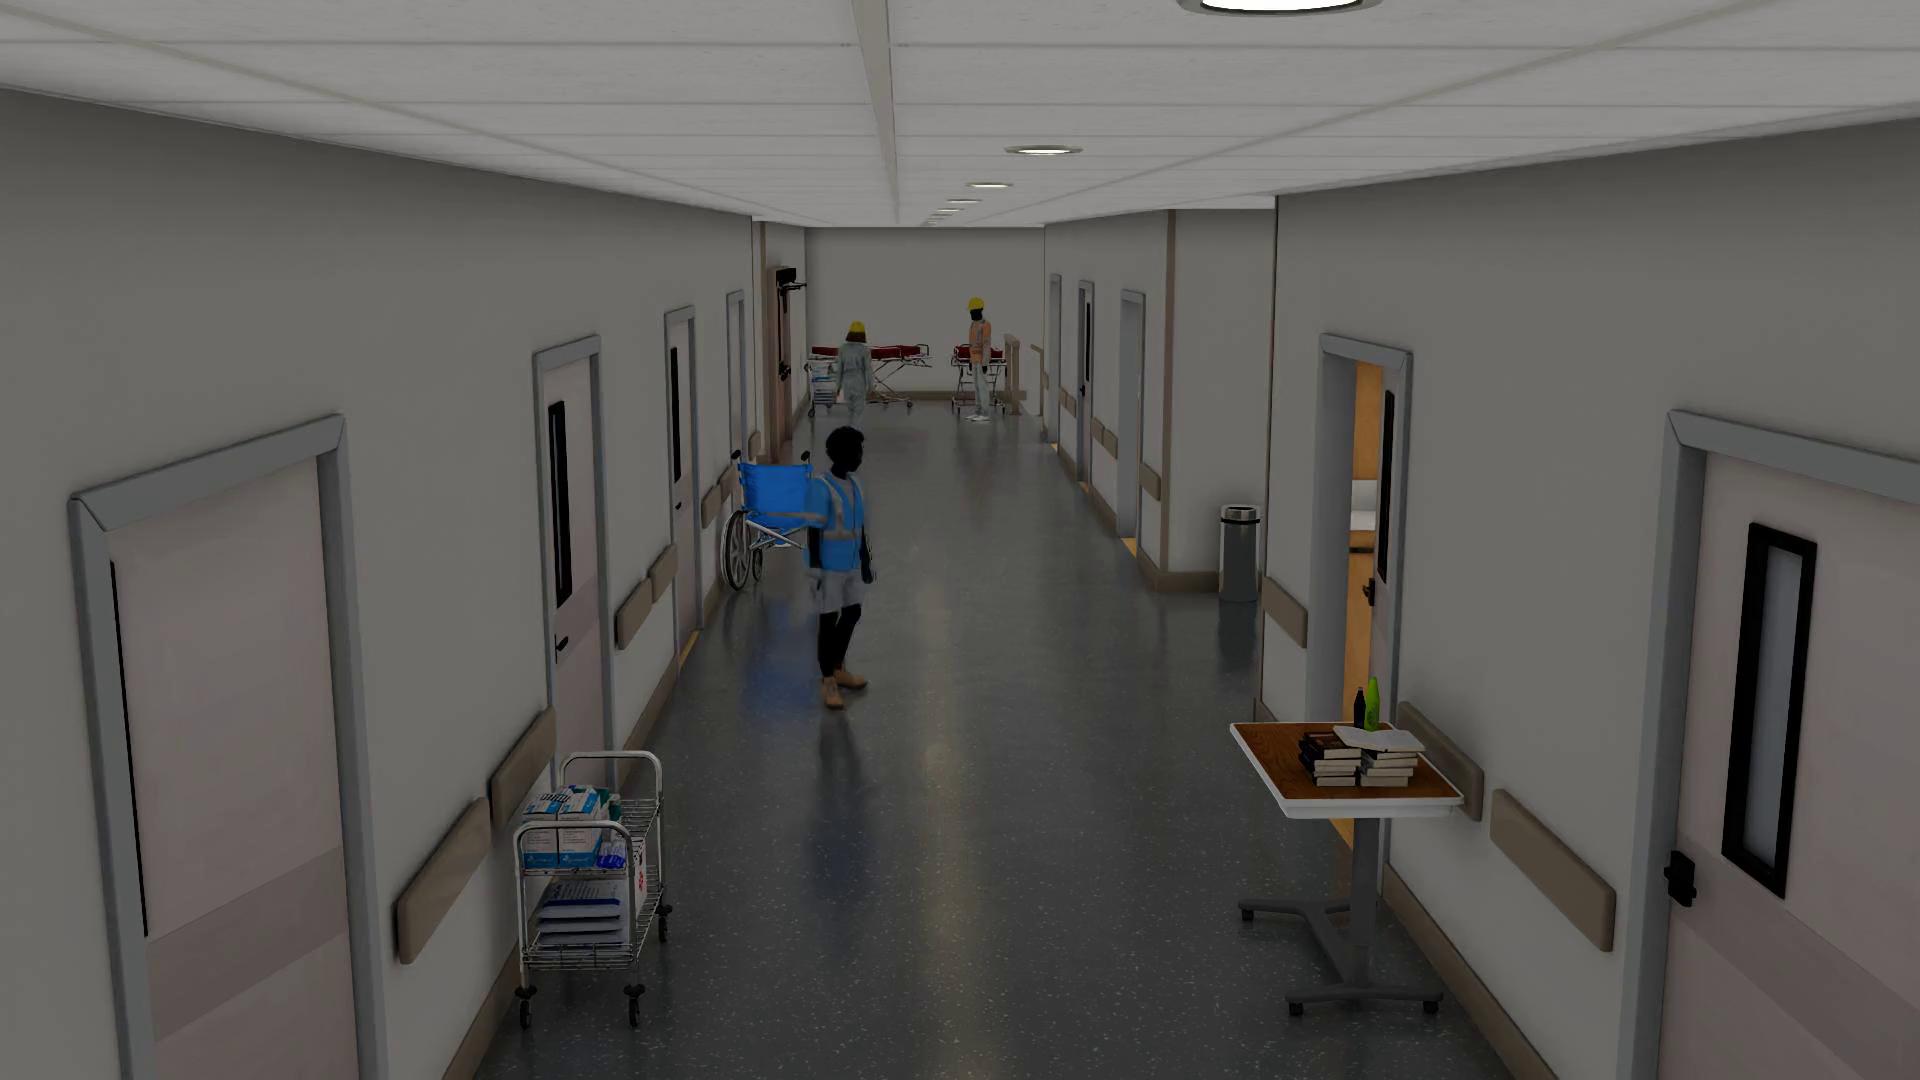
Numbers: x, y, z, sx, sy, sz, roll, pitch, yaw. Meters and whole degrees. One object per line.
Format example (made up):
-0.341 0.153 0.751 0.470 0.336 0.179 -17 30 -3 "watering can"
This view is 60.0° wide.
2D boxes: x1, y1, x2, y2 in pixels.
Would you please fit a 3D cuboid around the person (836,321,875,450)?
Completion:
-1.360 -2.044 22.121 0.517 1.723 0.572 5 11 24 "person"

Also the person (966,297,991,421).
0.282 -2.803 25.821 0.395 1.918 0.586 -4 11 -21 "person"

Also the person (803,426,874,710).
-0.754 0.156 10.019 0.350 1.677 0.606 6 12 29 "person"
